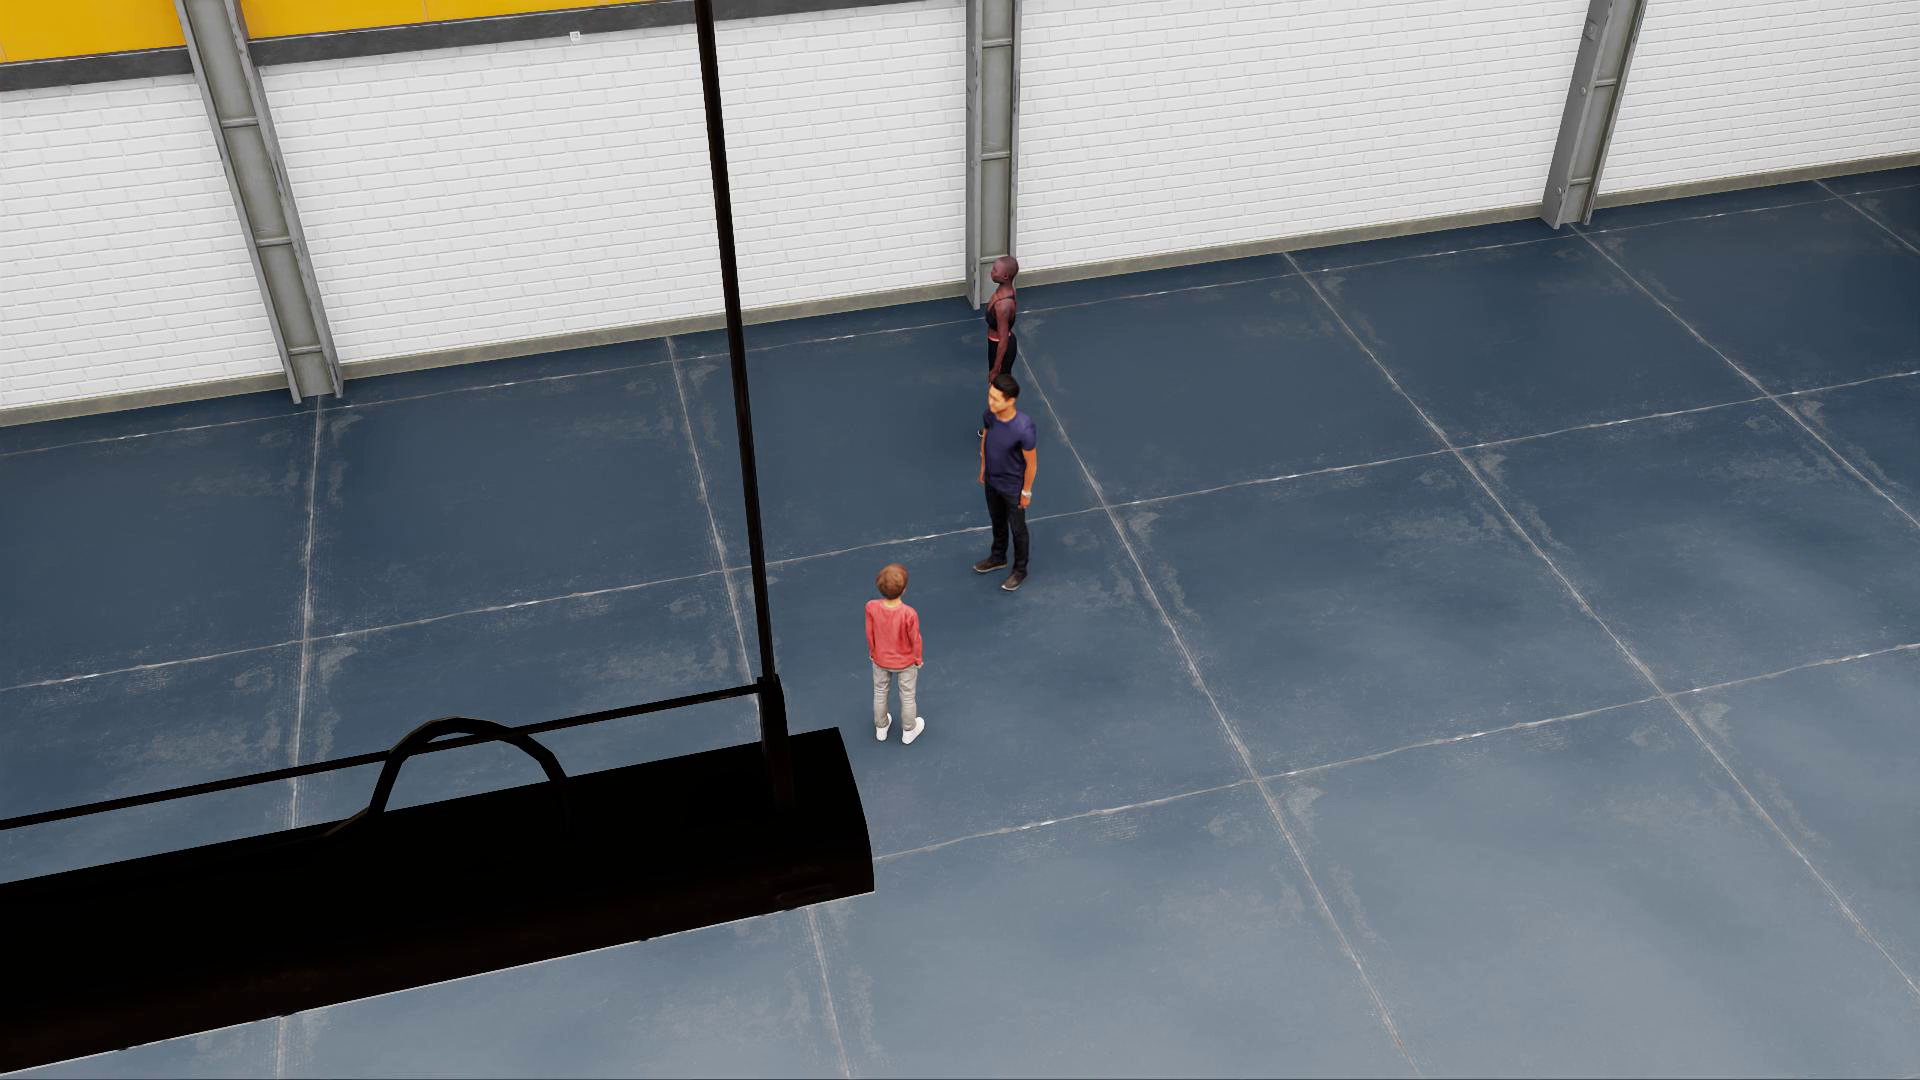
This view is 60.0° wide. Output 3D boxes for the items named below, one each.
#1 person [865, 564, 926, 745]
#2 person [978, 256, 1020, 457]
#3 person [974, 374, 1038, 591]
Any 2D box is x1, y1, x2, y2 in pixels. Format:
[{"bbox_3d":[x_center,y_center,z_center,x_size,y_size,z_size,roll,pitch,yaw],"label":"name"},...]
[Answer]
[{"bbox_3d":[-0.423,0.736,10.631,0.542,1.418,0.644,9,40,12],"label":"person"},{"bbox_3d":[0.342,-1.455,13.103,0.604,1.757,0.629,0,39,0],"label":"person"},{"bbox_3d":[0.344,-0.431,11.796,0.700,1.788,0.725,-30,47,-32],"label":"person"}]
